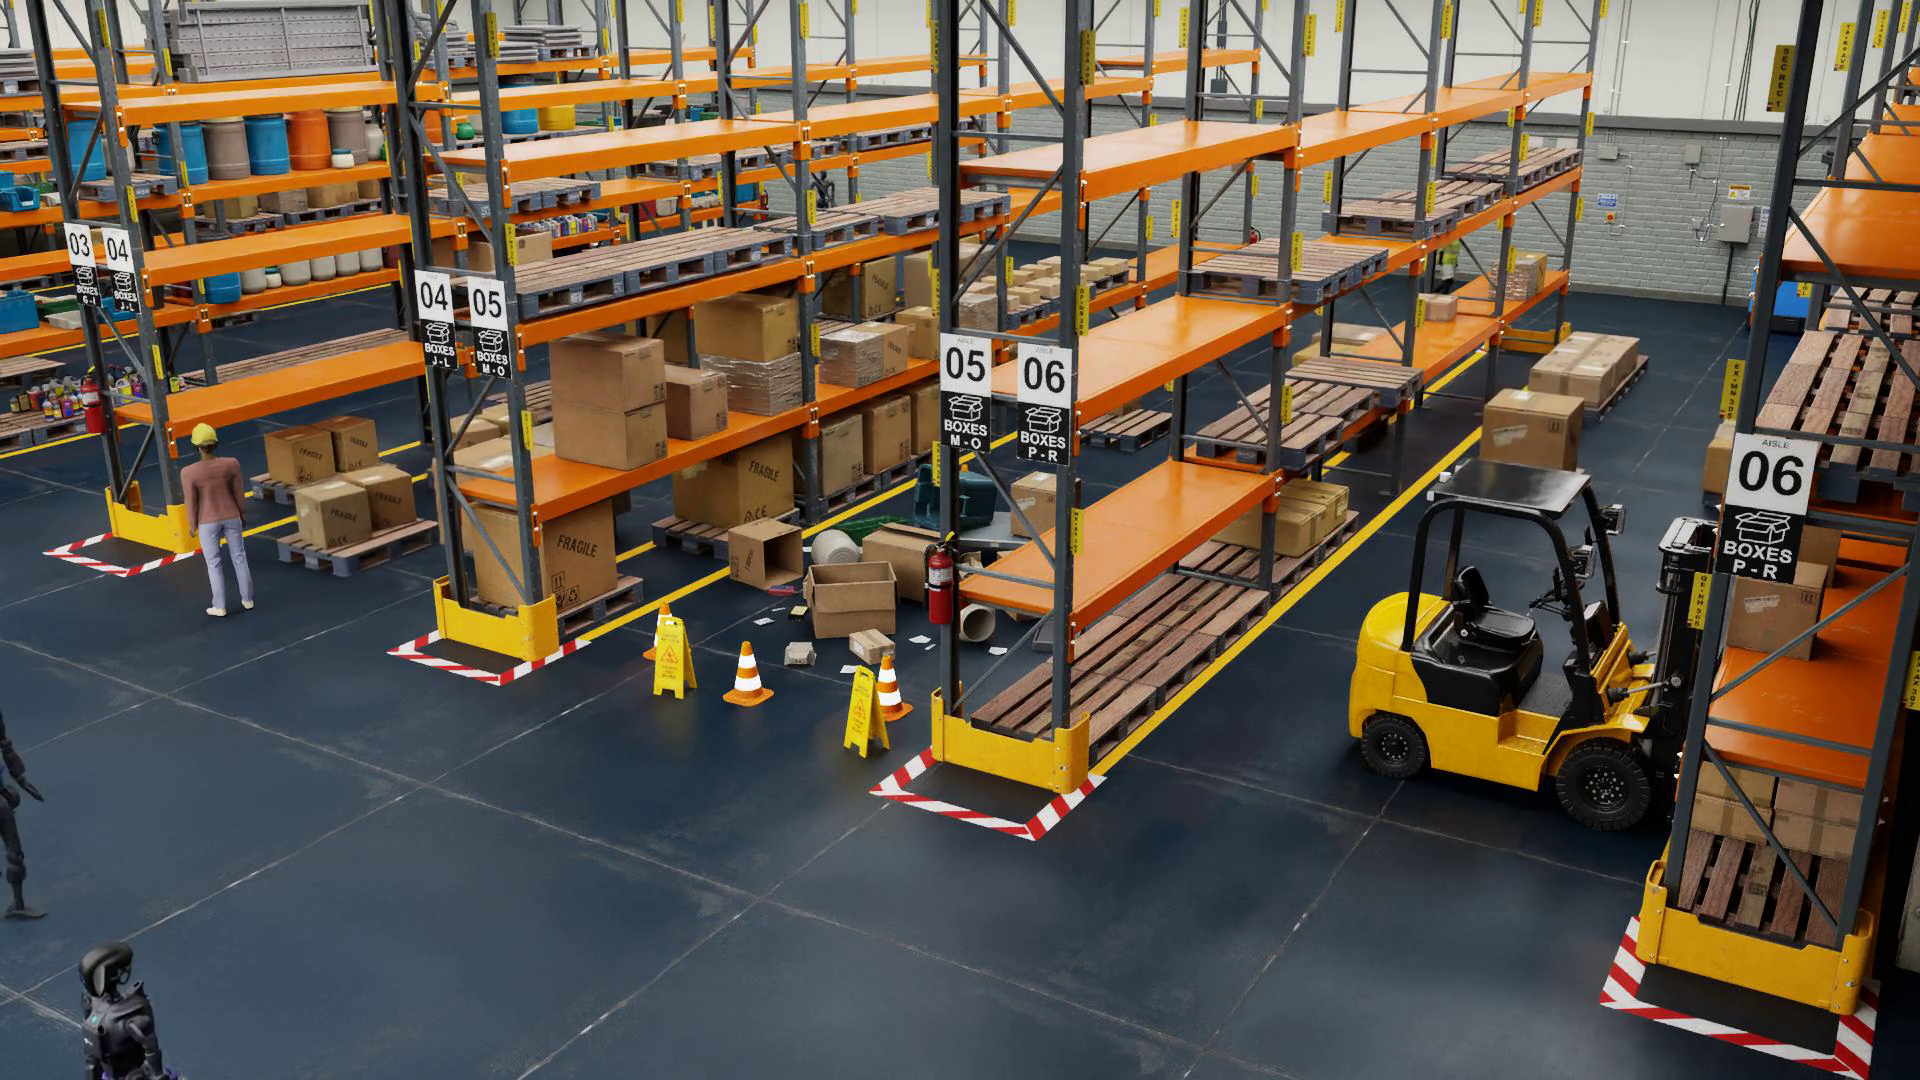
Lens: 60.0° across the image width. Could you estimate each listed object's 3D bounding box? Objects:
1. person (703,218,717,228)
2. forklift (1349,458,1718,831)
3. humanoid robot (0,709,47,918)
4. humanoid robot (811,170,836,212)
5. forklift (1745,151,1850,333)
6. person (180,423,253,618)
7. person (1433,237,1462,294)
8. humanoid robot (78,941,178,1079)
[{"bbox_3d":[-5.254,-7.050,34.829,0.488,1.688,0.350,-6,20,-17],"label":"person"},{"bbox_3d":[3.988,0.658,11.776,2.313,2.155,1.214,11,22,29],"label":"forklift"},{"bbox_3d":[-5.897,1.547,9.995,0.492,1.646,0.600,4,19,11],"label":"humanoid robot"},{"bbox_3d":[-2.832,-6.822,34.177,0.612,1.644,0.369,-9,21,-25],"label":"humanoid robot"},{"bbox_3d":[13.620,-4.667,26.137,1.873,2.768,1.129,11,22,29],"label":"forklift"},{"bbox_3d":[-6.625,-0.180,14.838,0.524,1.772,0.307,-18,26,-41],"label":"person"},{"bbox_3d":[8.164,-4.695,28.045,0.547,1.665,0.596,-17,26,-41],"label":"person"},{"bbox_3d":[-3.562,2.488,7.266,0.597,1.653,0.391,12,22,31],"label":"humanoid robot"}]
